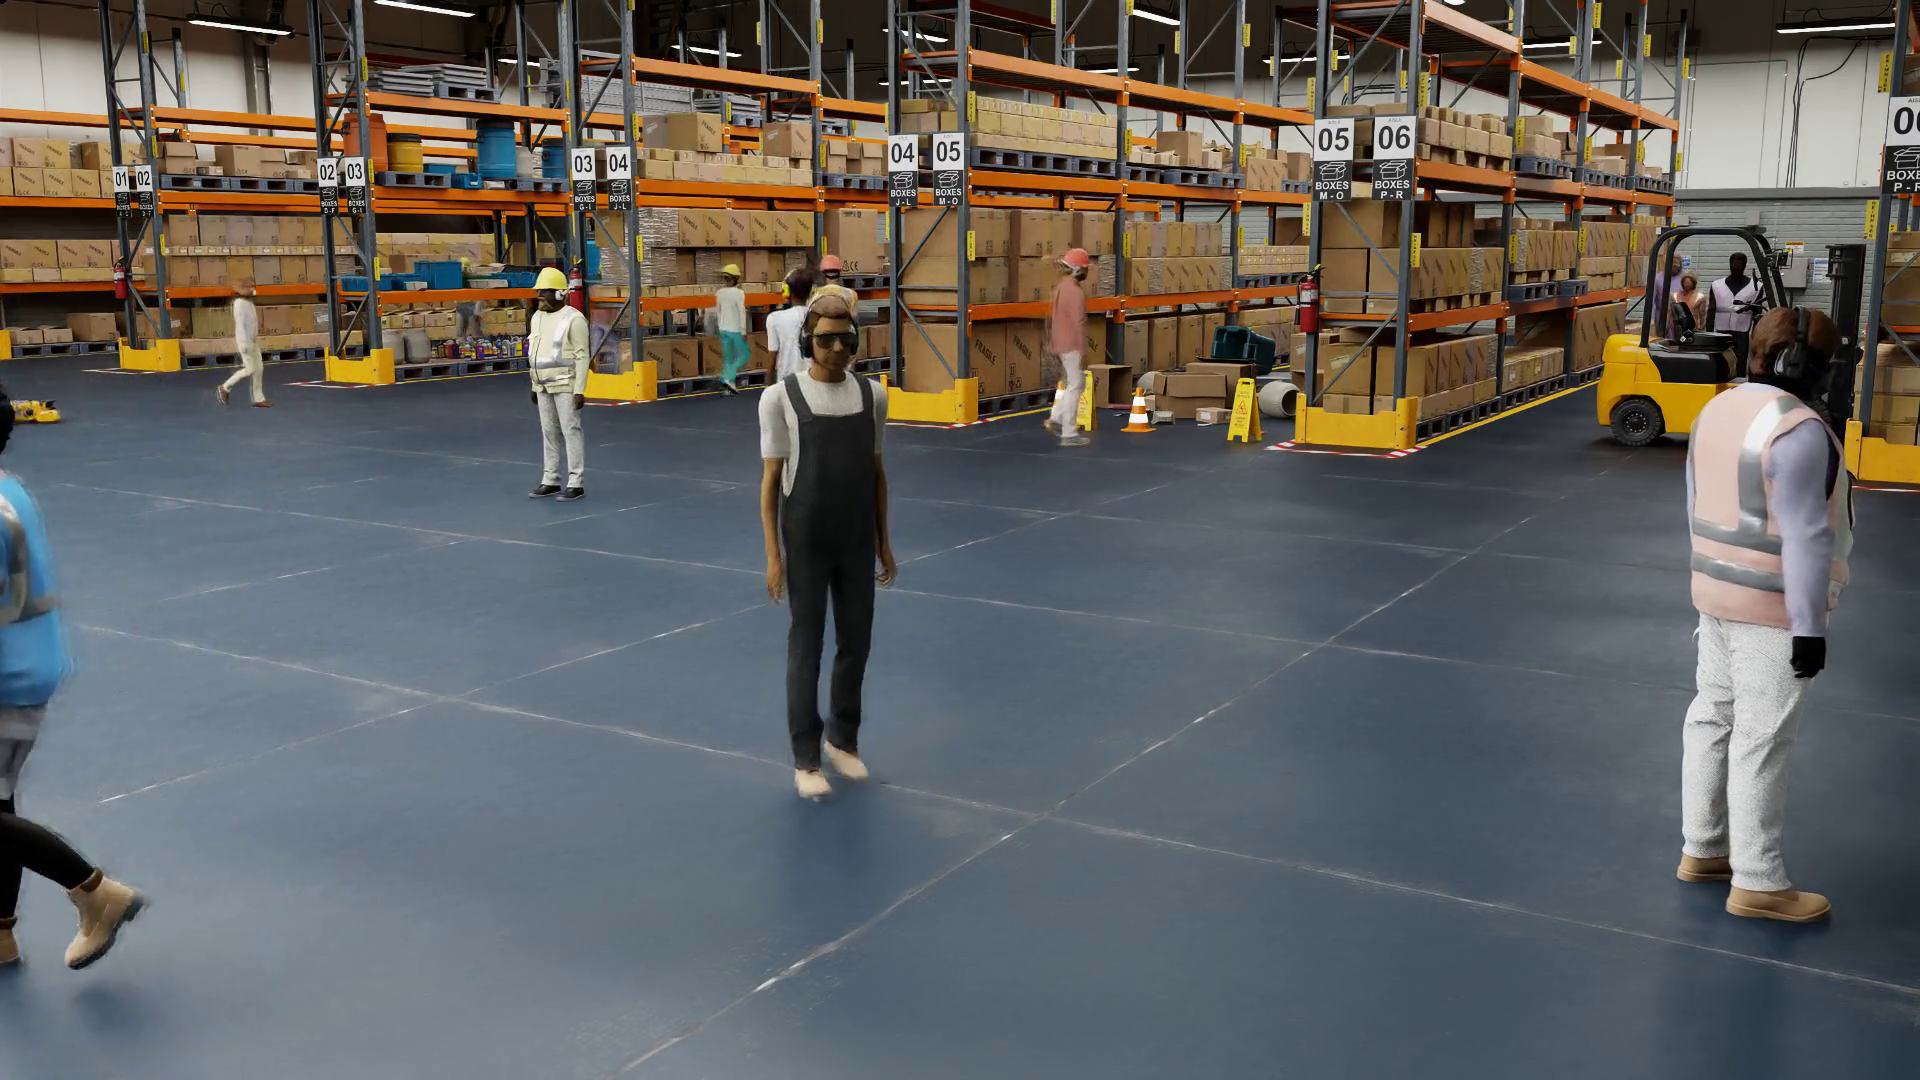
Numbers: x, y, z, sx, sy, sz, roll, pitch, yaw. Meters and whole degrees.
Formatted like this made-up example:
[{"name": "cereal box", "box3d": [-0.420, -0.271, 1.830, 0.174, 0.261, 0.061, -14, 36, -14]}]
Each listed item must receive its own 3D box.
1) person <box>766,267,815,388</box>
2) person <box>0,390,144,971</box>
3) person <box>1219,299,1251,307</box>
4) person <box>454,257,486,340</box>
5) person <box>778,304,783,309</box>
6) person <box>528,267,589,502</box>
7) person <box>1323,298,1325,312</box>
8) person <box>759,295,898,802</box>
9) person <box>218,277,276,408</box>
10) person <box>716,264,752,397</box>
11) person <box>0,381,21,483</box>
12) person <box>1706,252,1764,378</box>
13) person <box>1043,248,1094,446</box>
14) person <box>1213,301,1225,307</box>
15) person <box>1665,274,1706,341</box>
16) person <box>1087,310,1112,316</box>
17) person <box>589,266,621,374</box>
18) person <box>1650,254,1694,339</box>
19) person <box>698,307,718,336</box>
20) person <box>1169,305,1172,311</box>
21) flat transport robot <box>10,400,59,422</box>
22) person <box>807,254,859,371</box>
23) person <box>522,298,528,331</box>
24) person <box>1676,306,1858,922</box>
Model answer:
[{"name": "person", "box3d": [-1.161, -1.038, 12.032, 0.542, 1.852, 0.477, -5, 11, -25]}, {"name": "person", "box3d": [-2.598, 0.388, 4.499, 0.534, 1.684, 0.571, -4, 11, -22]}, {"name": "person", "box3d": [5.124, -4.458, 31.074, 0.658, 1.888, 0.582, 8, 13, 37]}, {"name": "person", "box3d": [-8.257, -3.863, 28.031, 0.604, 1.795, 0.910, 5, 11, 24]}, {"name": "person", "box3d": [-4.249, -5.588, 38.162, 0.523, 1.608, 0.669, 3, 11, 17]}, {"name": "person", "box3d": [-3.178, -1.220, 13.100, 0.588, 1.835, 0.404, 7, 13, 36]}, {"name": "person", "box3d": [7.732, -5.258, 35.583, 0.986, 1.886, 0.563, 8, 13, 37]}, {"name": "person", "box3d": [-0.488, 0.026, 6.171, 0.534, 1.850, 0.527, -5, 11, -28]}, {"name": "person", "box3d": [-8.777, -2.414, 20.384, 0.572, 1.615, 0.514, 0, 10, 0]}, {"name": "person", "box3d": [-2.989, -2.760, 21.953, 0.542, 1.750, 0.367, 8, 13, 38]}, {"name": "person", "box3d": [-8.219, -1.383, 13.880, 0.572, 1.883, 0.356, 5, 11, 25]}, {"name": "person", "box3d": [9.165, -2.444, 19.727, 0.597, 1.915, 0.371, 6, 12, 31]}, {"name": "person", "box3d": [1.140, -1.918, 16.607, 0.440, 1.974, 0.643, -3, 11, -16]}, {"name": "person", "box3d": [5.650, -5.216, 35.508, 0.921, 1.838, 0.532, 2, 10, 10]}, {"name": "person", "box3d": [10.220, -2.950, 23.437, 0.515, 1.609, 0.814, 8, 13, 37]}, {"name": "person", "box3d": [2.082, -3.539, 25.836, 0.594, 1.922, 0.385, 7, 12, 36]}, {"name": "person", "box3d": [-5.038, -3.083, 23.826, 0.531, 1.733, 0.838, 3, 11, 18]}, {"name": "person", "box3d": [10.909, -3.452, 25.548, 0.642, 1.862, 0.991, 6, 12, 31]}, {"name": "person", "box3d": [-3.697, -3.457, 25.365, 0.626, 1.933, 0.356, 0, 10, 1]}, {"name": "person", "box3d": [4.671, -5.256, 36.350, 0.313, 1.605, 0.628, 0, 10, 1]}, {"name": "flat transport robot", "box3d": [-10.935, -1.426, 18.633, 1.431, 0.197, 0.652, -6, 12, -30]}, {"name": "person", "box3d": [-1.335, -2.020, 17.374, 0.558, 1.911, 0.804, 0, 10, -1]}, {"name": "person", "box3d": [-9.156, -5.279, 35.489, 0.600, 1.958, 0.383, 10, 14, 44]}, {"name": "person", "box3d": [2.449, 0.216, 5.054, 0.430, 1.838, 0.619, -1, 10, -3]}]
